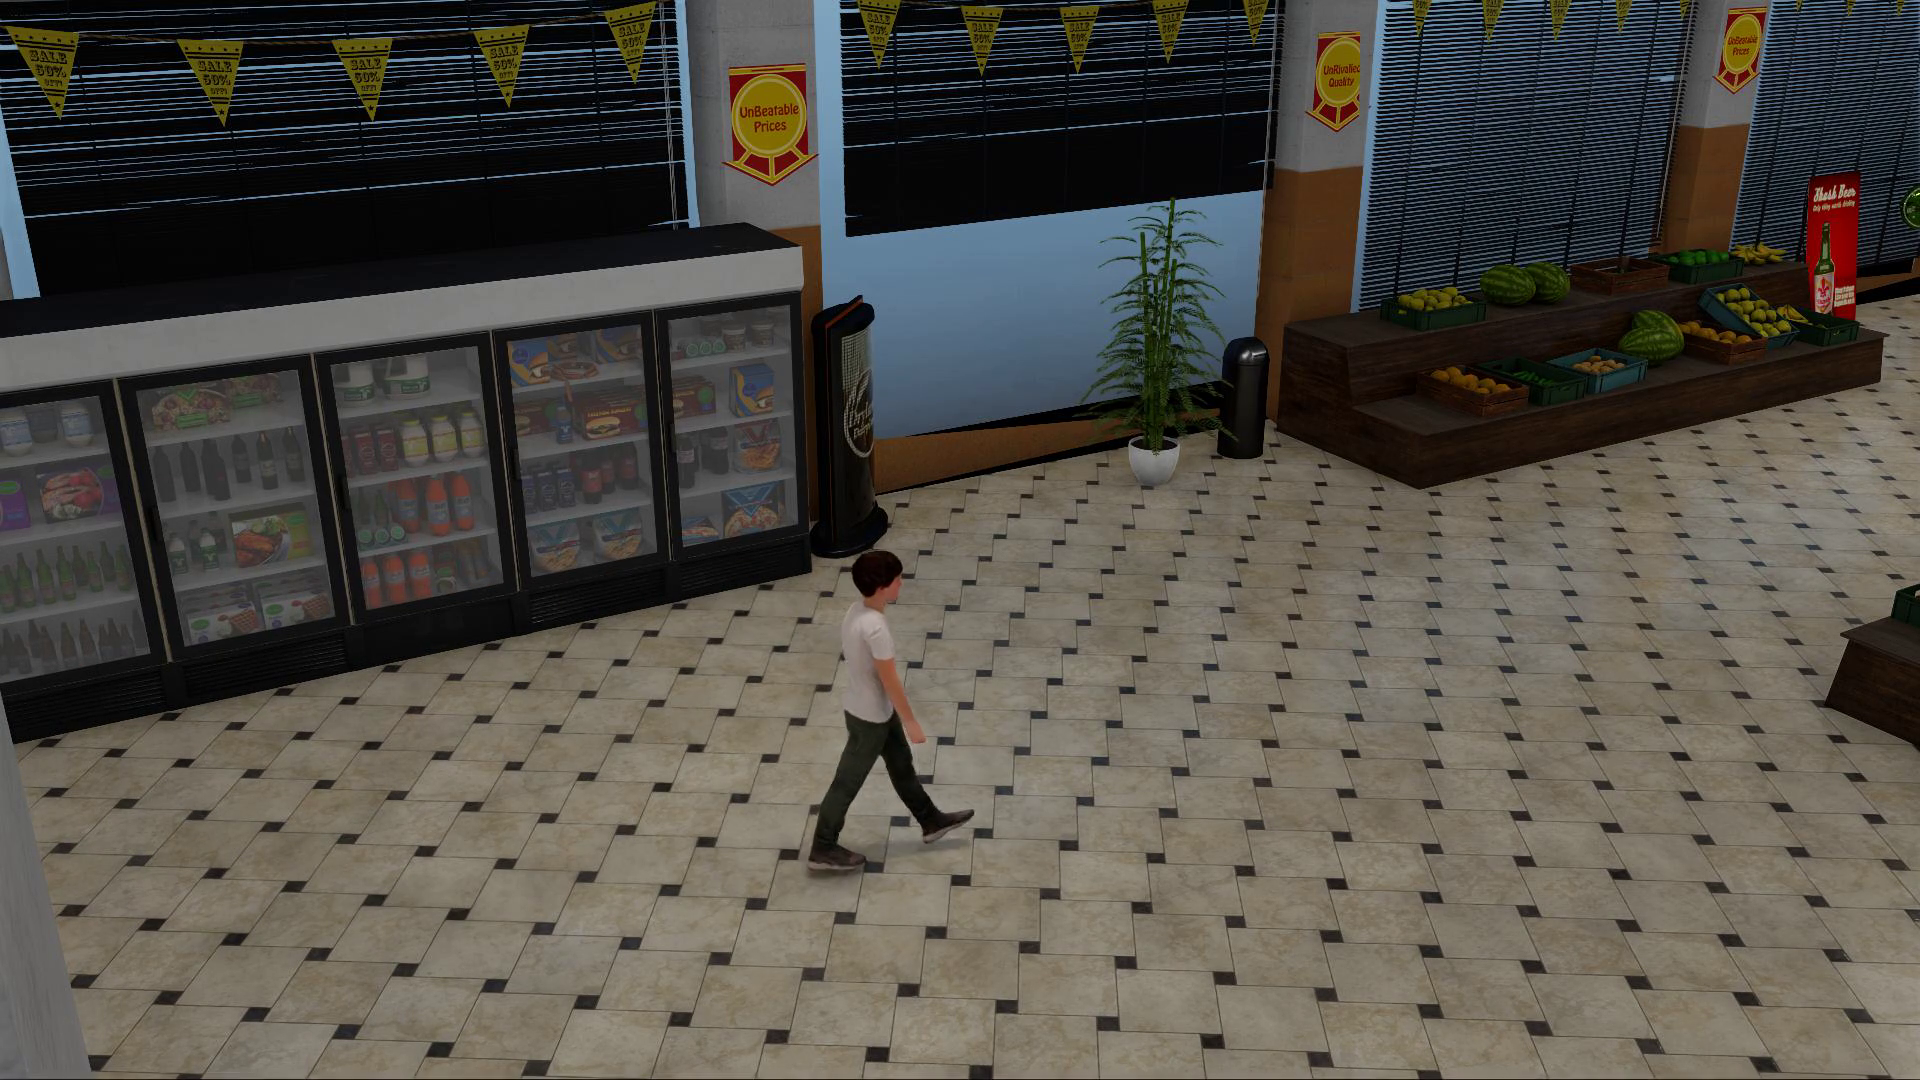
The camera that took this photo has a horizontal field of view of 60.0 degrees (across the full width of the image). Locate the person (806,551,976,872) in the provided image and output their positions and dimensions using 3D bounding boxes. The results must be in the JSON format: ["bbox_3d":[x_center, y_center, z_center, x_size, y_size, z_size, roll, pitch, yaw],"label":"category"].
[{"bbox_3d":[-0.509,0.860,7.888,1.157,1.609,0.835,-4,22,-9],"label":"person"}]
